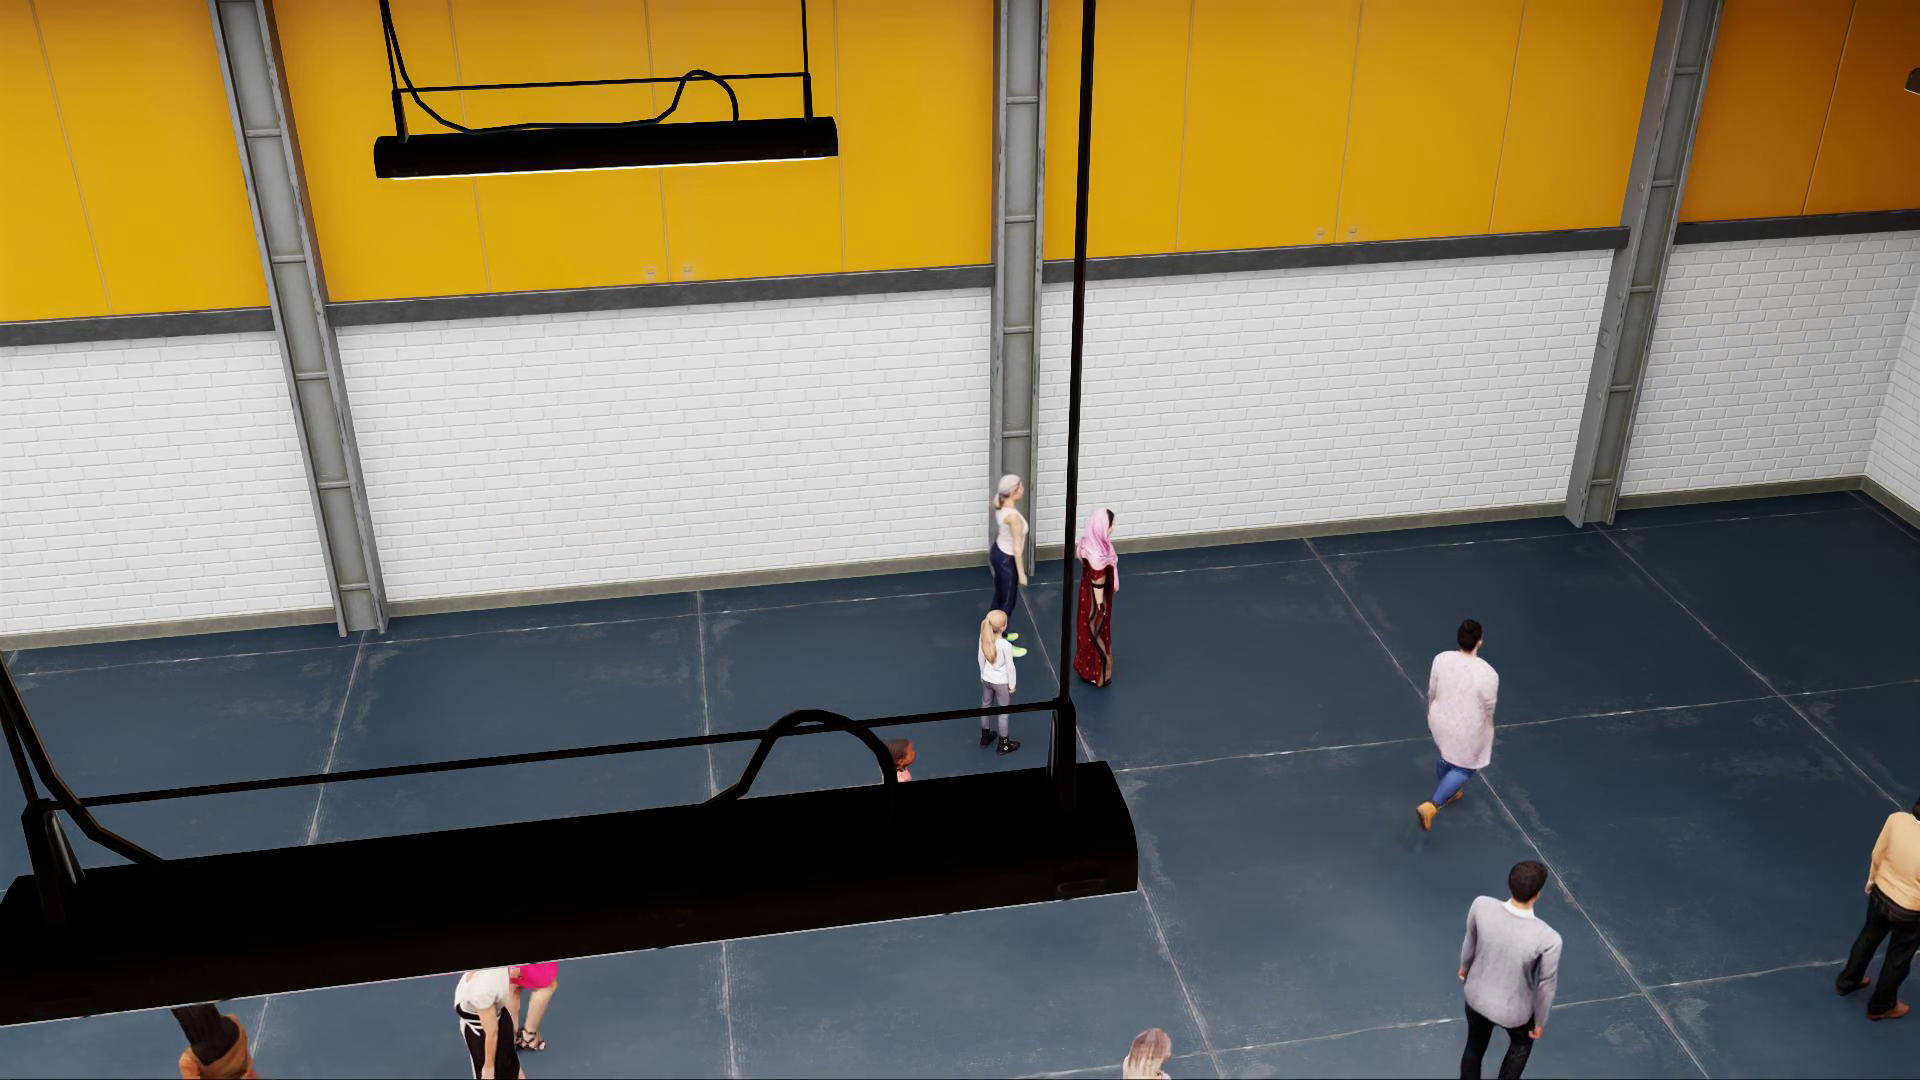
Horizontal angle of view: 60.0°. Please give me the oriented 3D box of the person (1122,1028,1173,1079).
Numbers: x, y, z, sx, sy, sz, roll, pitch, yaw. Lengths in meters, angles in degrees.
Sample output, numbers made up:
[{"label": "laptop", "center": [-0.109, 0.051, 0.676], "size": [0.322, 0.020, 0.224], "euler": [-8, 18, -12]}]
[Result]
[{"label": "person", "center": [0.928, 3.279, 8.804], "size": [1.081, 1.668, 0.694], "euler": [-10, 30, -17]}]

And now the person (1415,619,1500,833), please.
[{"label": "person", "center": [3.631, 1.377, 12.235], "size": [1.132, 1.722, 0.981], "euler": [-22, 36, -35]}]

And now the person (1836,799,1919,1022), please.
[{"label": "person", "center": [5.939, 2.300, 10.510], "size": [0.681, 1.754, 0.719], "euler": [-11, 30, -19]}]

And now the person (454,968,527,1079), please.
[{"label": "person", "center": [-2.644, 2.859, 9.485], "size": [0.532, 1.754, 0.647], "euler": [-3, 29, -6]}]

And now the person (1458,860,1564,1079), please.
[{"label": "person", "center": [3.089, 2.691, 9.632], "size": [0.848, 1.909, 0.892], "euler": [21, 35, 33]}]

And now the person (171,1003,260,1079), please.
[{"label": "person", "center": [-3.900, 3.131, 9.079], "size": [0.878, 1.666, 0.792], "euler": [13, 31, 23]}]

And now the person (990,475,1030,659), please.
[{"label": "person", "center": [0.391, 0.206, 14.404], "size": [0.544, 1.701, 0.601], "euler": [-7, 29, -12]}]

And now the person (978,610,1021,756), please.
[{"label": "person", "center": [0.285, 1.112, 13.185], "size": [0.582, 1.279, 0.635], "euler": [22, 35, 34]}]

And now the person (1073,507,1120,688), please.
[{"label": "person", "center": [1.141, 0.462, 14.009], "size": [0.668, 1.631, 0.709], "euler": [1, 29, 2]}]

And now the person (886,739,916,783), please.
[{"label": "person", "center": [-0.484, 1.969, 11.613], "size": [0.893, 1.279, 0.504], "euler": [-4, 29, -6]}]
